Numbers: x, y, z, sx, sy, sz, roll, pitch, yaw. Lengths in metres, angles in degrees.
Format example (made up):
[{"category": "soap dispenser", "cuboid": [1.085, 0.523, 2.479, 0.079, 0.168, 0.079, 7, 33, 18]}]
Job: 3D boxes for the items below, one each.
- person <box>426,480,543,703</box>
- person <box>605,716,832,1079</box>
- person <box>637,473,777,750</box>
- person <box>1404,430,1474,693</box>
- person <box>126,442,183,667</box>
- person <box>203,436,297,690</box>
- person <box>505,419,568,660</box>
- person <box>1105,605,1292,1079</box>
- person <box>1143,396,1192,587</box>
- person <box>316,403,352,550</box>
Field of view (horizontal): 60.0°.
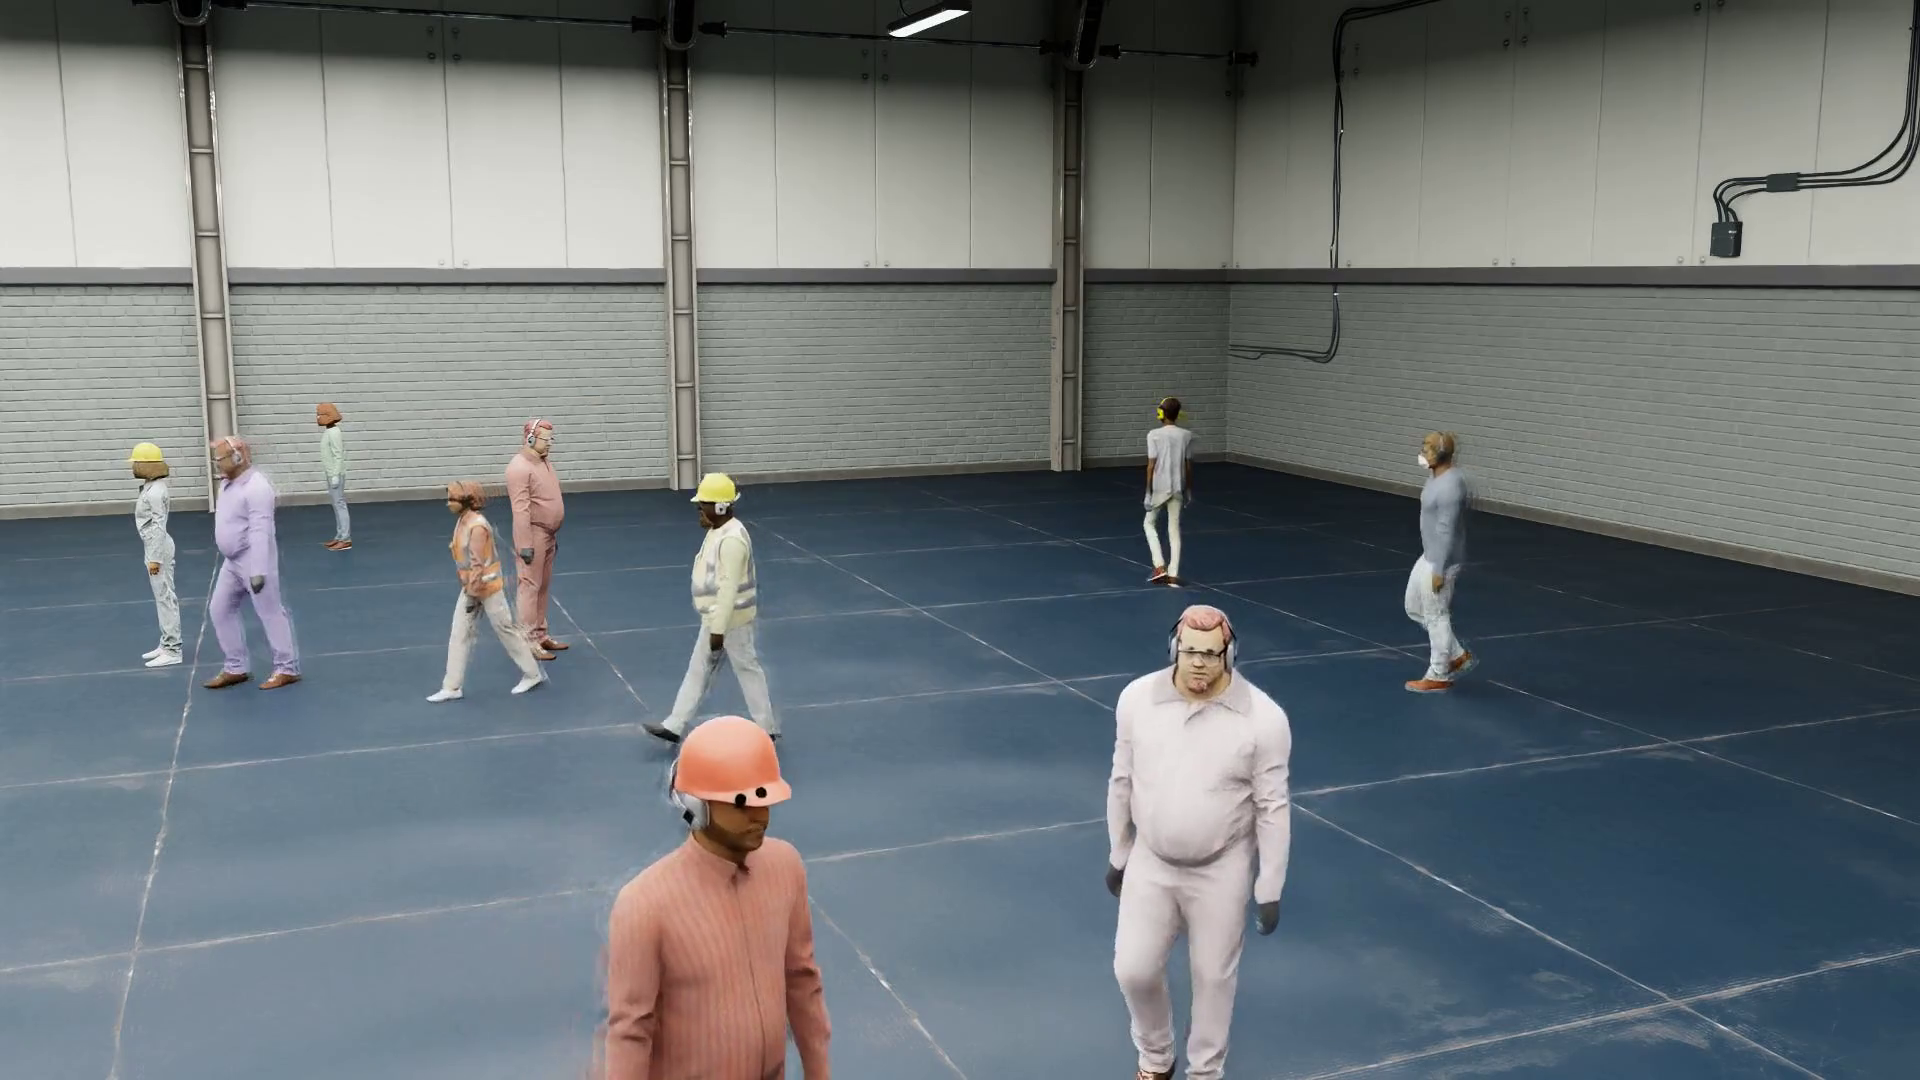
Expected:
[{"category": "person", "cuboid": [-3.401, 0.350, 11.917, 0.824, 1.593, 0.499, -7, 11, -37]}, {"category": "person", "cuboid": [-0.498, 1.405, 4.076, 0.672, 1.975, 0.646, 6, 11, 34]}, {"category": "person", "cuboid": [-1.584, 0.477, 10.498, 0.898, 1.785, 0.621, -3, 10, -19]}, {"category": "person", "cuboid": [3.438, 0.166, 12.004, 0.433, 1.928, 0.640, 1, 9, 9]}, {"category": "person", "cuboid": [-6.280, 0.108, 12.968, 0.294, 1.744, 0.485, -5, 10, -28]}, {"category": "person", "cuboid": [-5.254, 0.181, 12.138, 0.744, 1.867, 0.772, -9, 13, -44]}, {"category": "person", "cuboid": [-3.345, -0.011, 13.224, 0.406, 1.903, 0.637, 1, 9, 4]}, {"category": "person", "cuboid": [0.821, 1.161, 5.862, 0.681, 1.893, 0.459, 4, 10, 22]}, {"category": "person", "cuboid": [2.020, -0.477, 16.281, 0.570, 1.853, 0.496, -3, 10, -20]}, {"category": "person", "cuboid": [-6.939, -0.704, 18.411, 0.285, 1.631, 0.502, -5, 10, -26]}]
